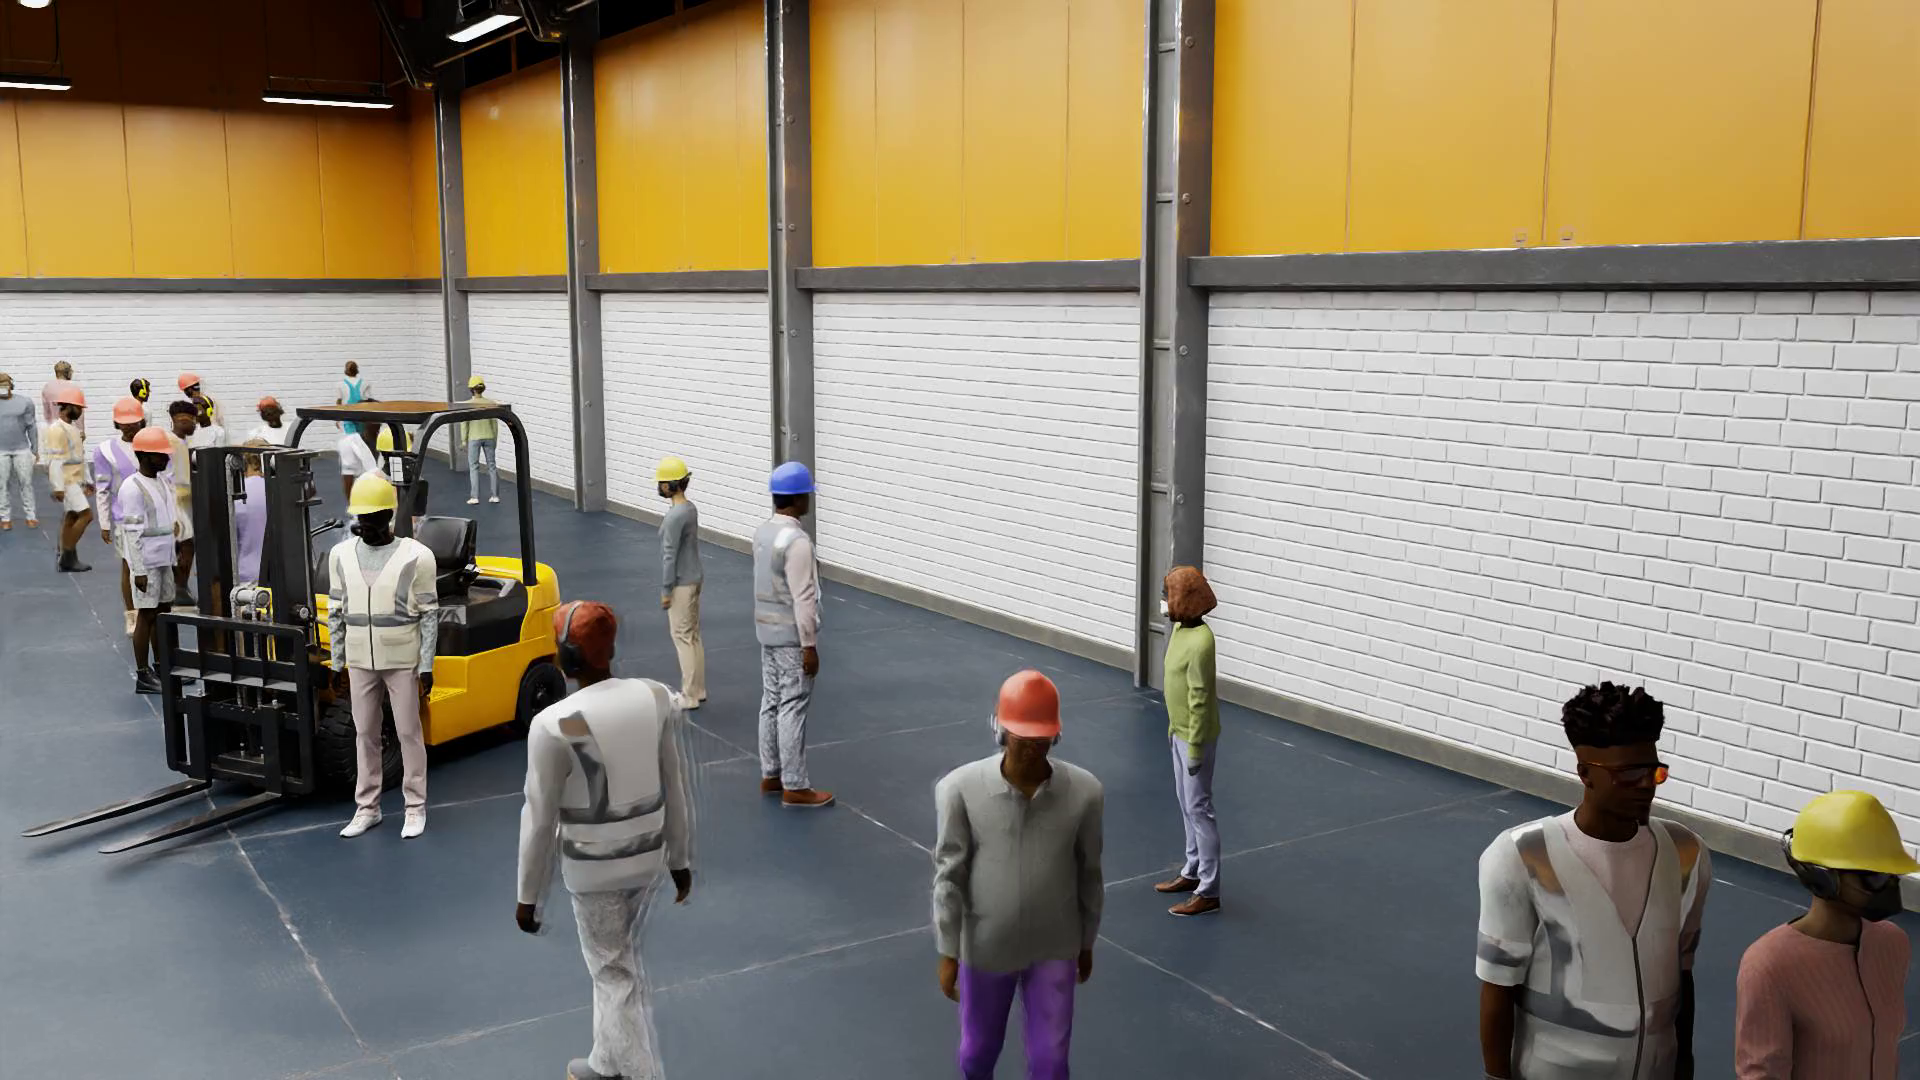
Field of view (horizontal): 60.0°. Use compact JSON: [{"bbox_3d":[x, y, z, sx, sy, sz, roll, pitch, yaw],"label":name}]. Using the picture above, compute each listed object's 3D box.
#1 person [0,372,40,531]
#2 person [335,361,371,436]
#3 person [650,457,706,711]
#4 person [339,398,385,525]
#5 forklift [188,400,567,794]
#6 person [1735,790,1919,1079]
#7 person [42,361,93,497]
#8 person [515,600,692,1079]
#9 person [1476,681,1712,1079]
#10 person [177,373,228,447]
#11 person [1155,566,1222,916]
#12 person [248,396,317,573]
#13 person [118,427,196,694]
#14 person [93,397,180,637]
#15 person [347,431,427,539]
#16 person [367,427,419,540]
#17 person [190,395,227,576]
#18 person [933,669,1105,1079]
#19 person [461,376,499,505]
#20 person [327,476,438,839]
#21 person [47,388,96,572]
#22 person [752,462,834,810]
[{"bbox_3d":[-11.566,-1.076,20.243,0.639,1.928,0.374,-5,10,-32],"label":"person"},{"bbox_3d":[-9.553,-1.908,26.182,0.516,1.822,0.567,-5,10,-30],"label":"person"},{"bbox_3d":[-1.957,0.302,11.532,0.344,1.759,0.527,1,8,6],"label":"person"},{"bbox_3d":[-5.578,-0.399,15.733,0.591,1.925,0.976,-6,11,-36],"label":"person"},{"bbox_3d":[-3.529,0.258,10.348,1.214,2.155,2.313,4,9,25],"label":"forklift"},{"bbox_3d":[1.983,1.437,3.832,0.526,1.771,0.310,-4,9,-27],"label":"person"},{"bbox_3d":[-12.582,-1.554,23.422,0.636,1.938,0.364,3,9,17],"label":"person"},{"bbox_3d":[-1.268,1.117,5.697,0.793,1.850,0.596,6,11,37],"label":"person"},{"bbox_3d":[1.536,1.307,4.045,0.607,1.966,0.367,-2,9,-14],"label":"person"},{"bbox_3d":[-9.558,-1.152,20.885,0.653,1.888,0.588,5,10,29],"label":"person"},{"bbox_3d":[1.068,0.925,7.772,0.287,1.626,0.497,-1,8,-5],"label":"person"},{"bbox_3d":[-6.969,-0.566,17.074,0.888,1.848,0.581,4,9,26],"label":"person"},{"bbox_3d":[-5.790,0.148,11.991,0.387,1.930,0.544,0,8,0],"label":"person"},{"bbox_3d":[-6.886,-0.189,13.942,0.613,2.028,0.409,-5,10,-31],"label":"person"},{"bbox_3d":[-4.126,0.148,12.163,0.735,1.870,0.679,4,9,26],"label":"person"},{"bbox_3d":[-4.092,0.133,12.087,0.386,1.926,0.591,2,9,15],"label":"person"},{"bbox_3d":[-7.606,-0.537,16.850,0.513,1.860,0.325,6,10,34],"label":"person"},{"bbox_3d":[0.184,1.237,5.308,0.564,1.732,0.721,-1,8,-5],"label":"person"},{"bbox_3d":[-6.576,-1.365,22.770,0.524,1.759,0.344,-7,11,-37],"label":"person"},{"bbox_3d":[-3.053,0.621,8.798,0.587,1.927,0.363,0,8,3],"label":"person"},{"bbox_3d":[-9.134,-0.603,17.137,0.475,1.906,0.539,-2,9,-16],"label":"person"},{"bbox_3d":[-0.950,0.533,9.352,0.405,1.942,0.624,-5,10,-30],"label":"person"}]
